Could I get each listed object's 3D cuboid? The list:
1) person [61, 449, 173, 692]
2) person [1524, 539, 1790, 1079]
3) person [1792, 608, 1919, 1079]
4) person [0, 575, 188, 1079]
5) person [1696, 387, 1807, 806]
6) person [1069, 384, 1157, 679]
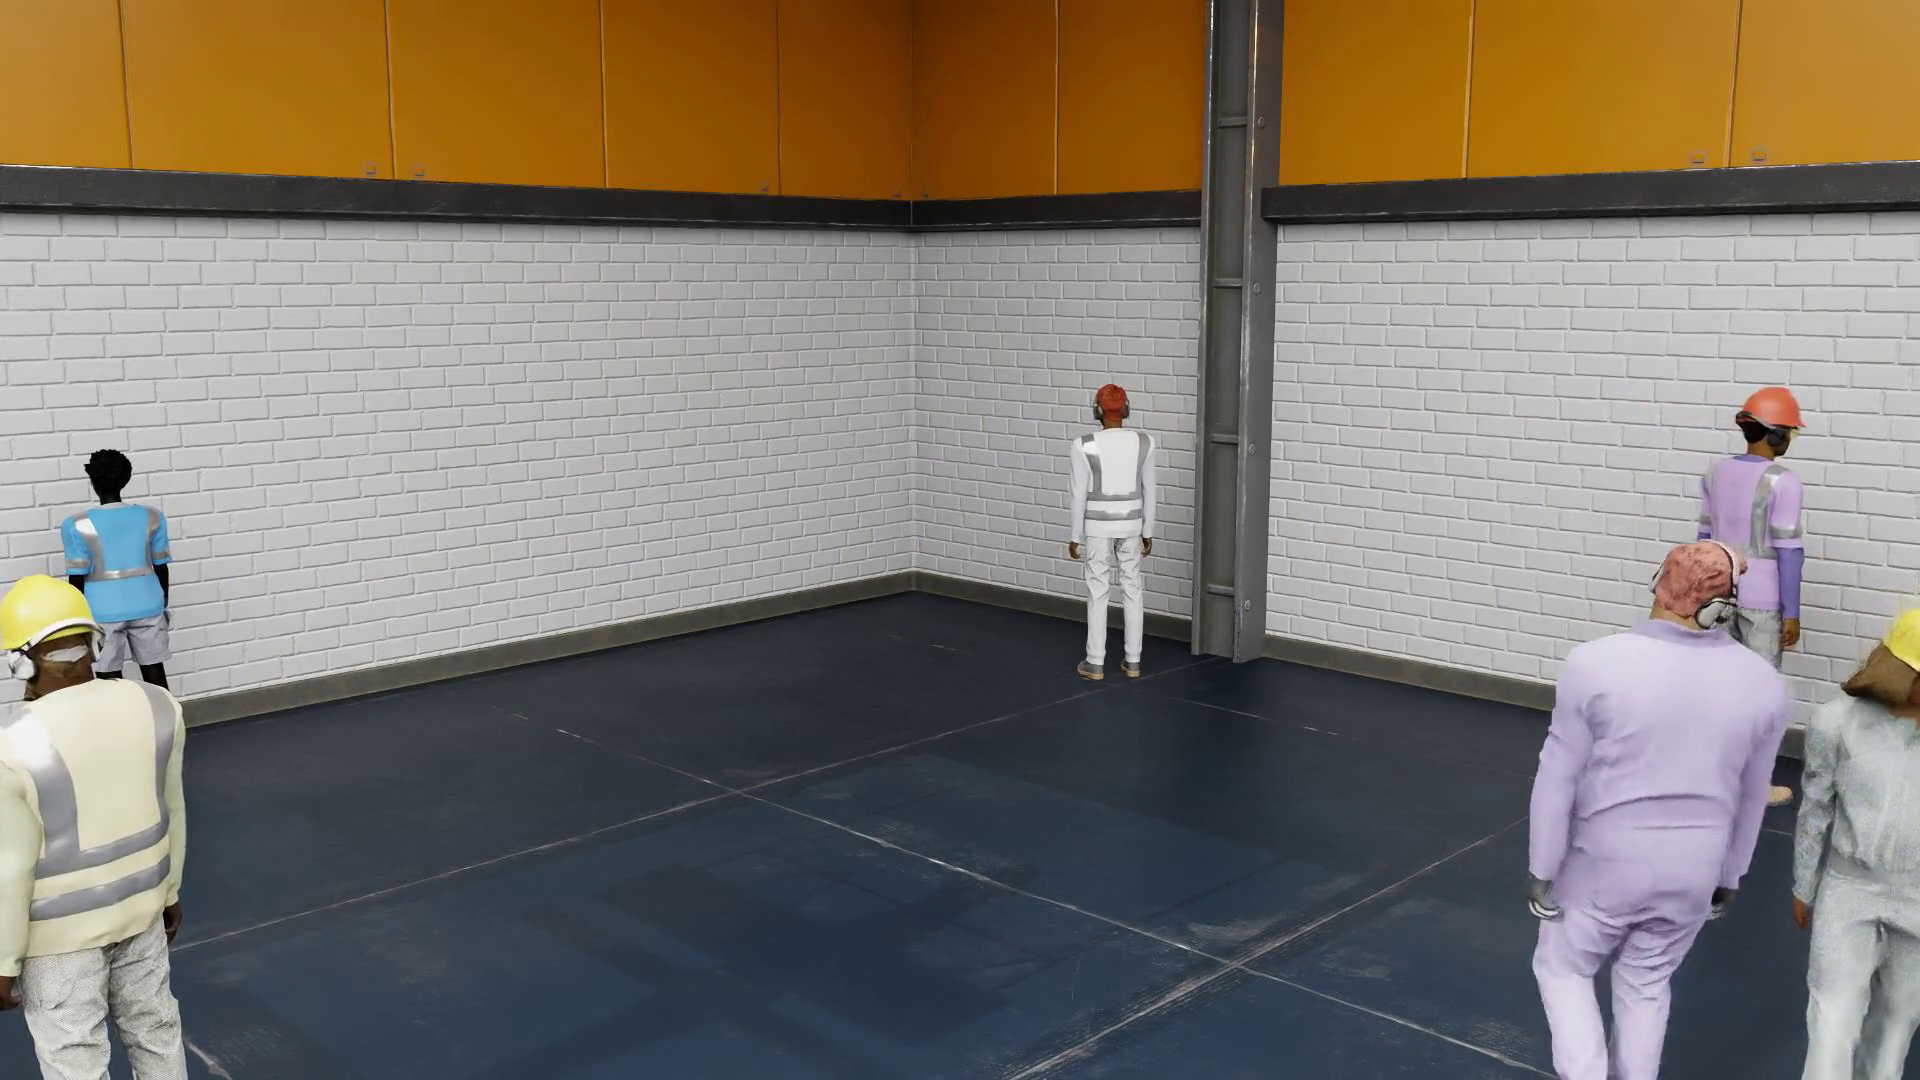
[{"bbox_3d":[-4.299,0.381,8.526,0.320,1.695,0.537,8,12,40],"label":"person"},{"bbox_3d":[1.926,0.912,4.738,0.671,1.870,0.473,-1,9,-4],"label":"person"},{"bbox_3d":[2.565,1.025,4.552,0.490,1.702,0.748,3,10,18],"label":"person"},{"bbox_3d":[-2.318,0.992,4.398,0.403,1.822,0.587,4,10,23],"label":"person"},{"bbox_3d":[3.893,0.271,8.150,0.395,2.039,0.614,-3,10,-17],"label":"person"},{"bbox_3d":[0.966,-0.050,10.594,0.574,1.886,0.356,-2,10,-13],"label":"person"}]
